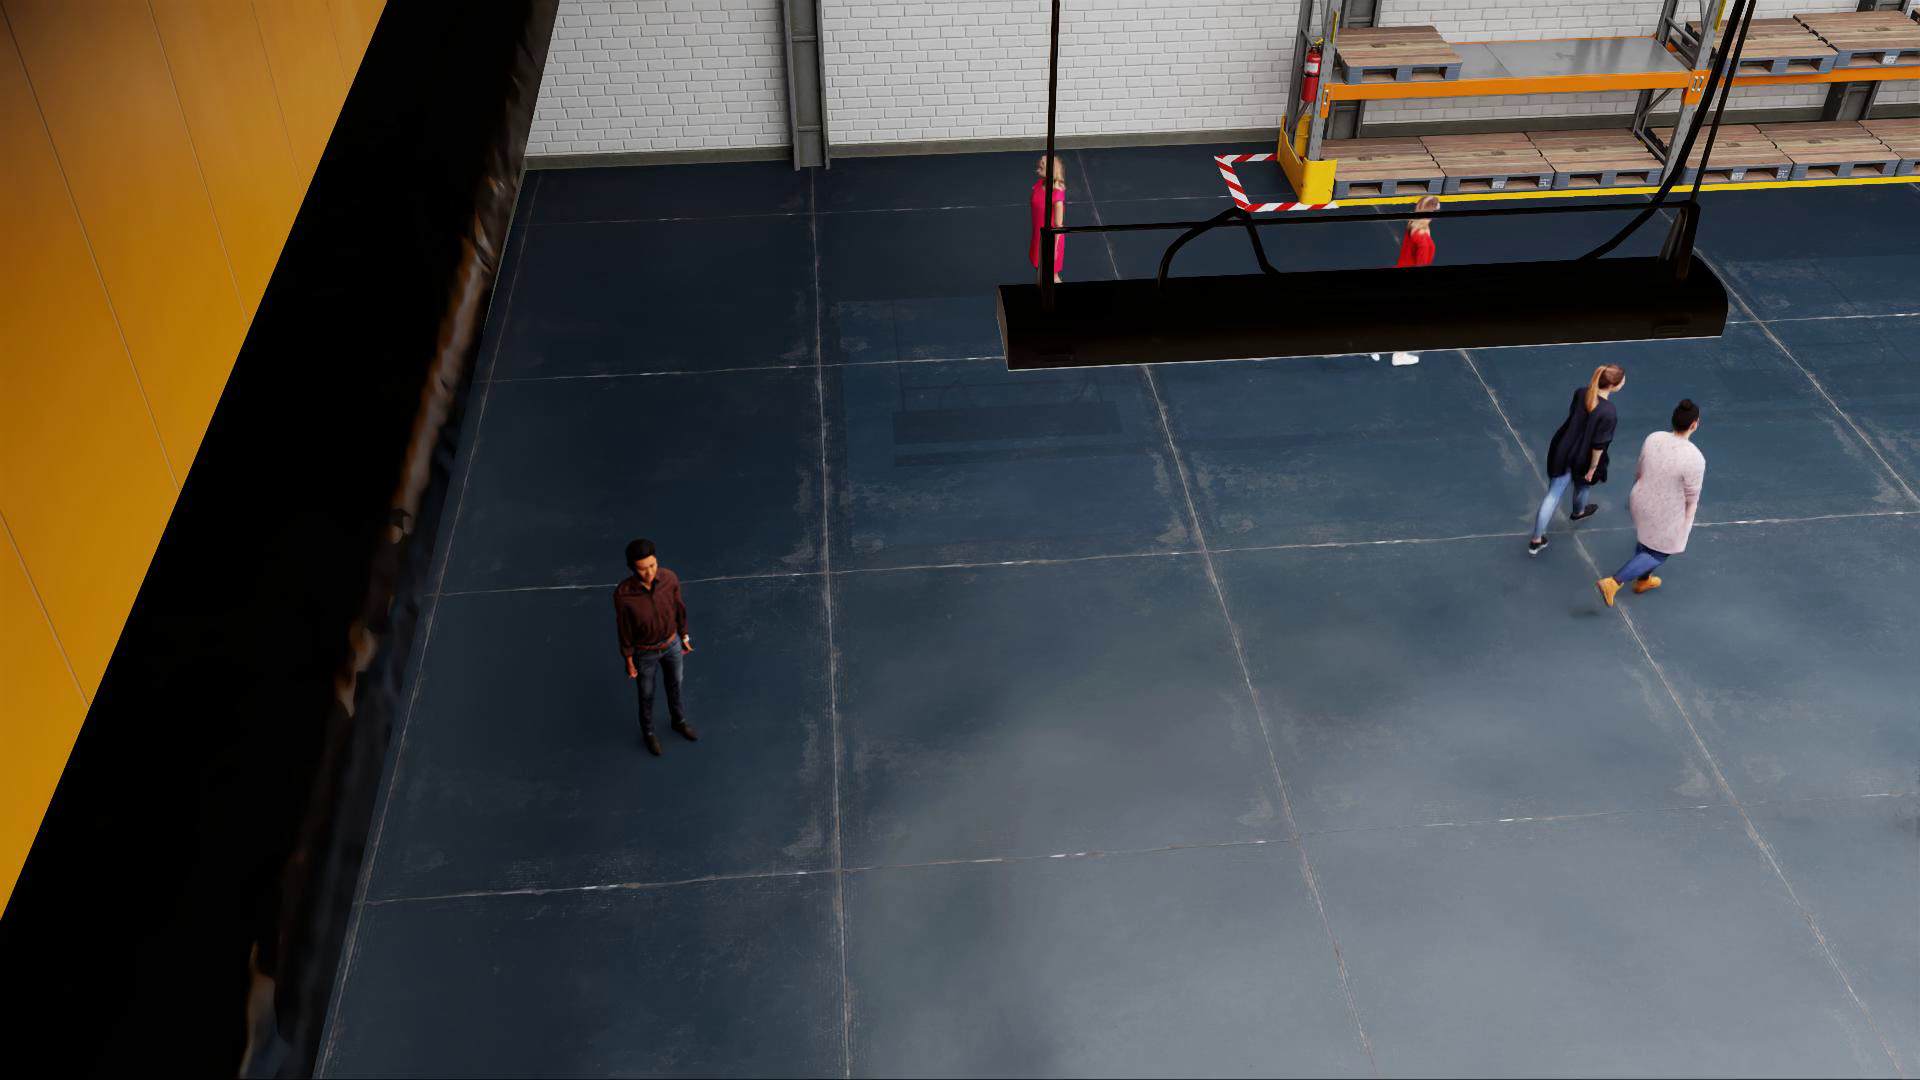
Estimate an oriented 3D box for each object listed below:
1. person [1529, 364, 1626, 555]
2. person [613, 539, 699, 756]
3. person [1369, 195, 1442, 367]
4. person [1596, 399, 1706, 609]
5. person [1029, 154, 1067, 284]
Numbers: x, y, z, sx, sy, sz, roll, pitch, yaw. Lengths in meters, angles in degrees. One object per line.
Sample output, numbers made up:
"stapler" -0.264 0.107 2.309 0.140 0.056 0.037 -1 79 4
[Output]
"person" 4.676 -0.593 12.754 1.153 1.633 0.938 -22 44 -25
"person" -2.029 0.694 11.030 0.622 1.775 0.769 -22 43 -25
"person" 3.936 -2.280 14.816 0.779 1.697 0.620 -3 39 -3
"person" 5.083 -0.225 12.225 1.076 1.719 0.896 -11 40 -14
"person" 0.831 -2.793 15.434 0.657 1.727 0.648 -18 42 -21
